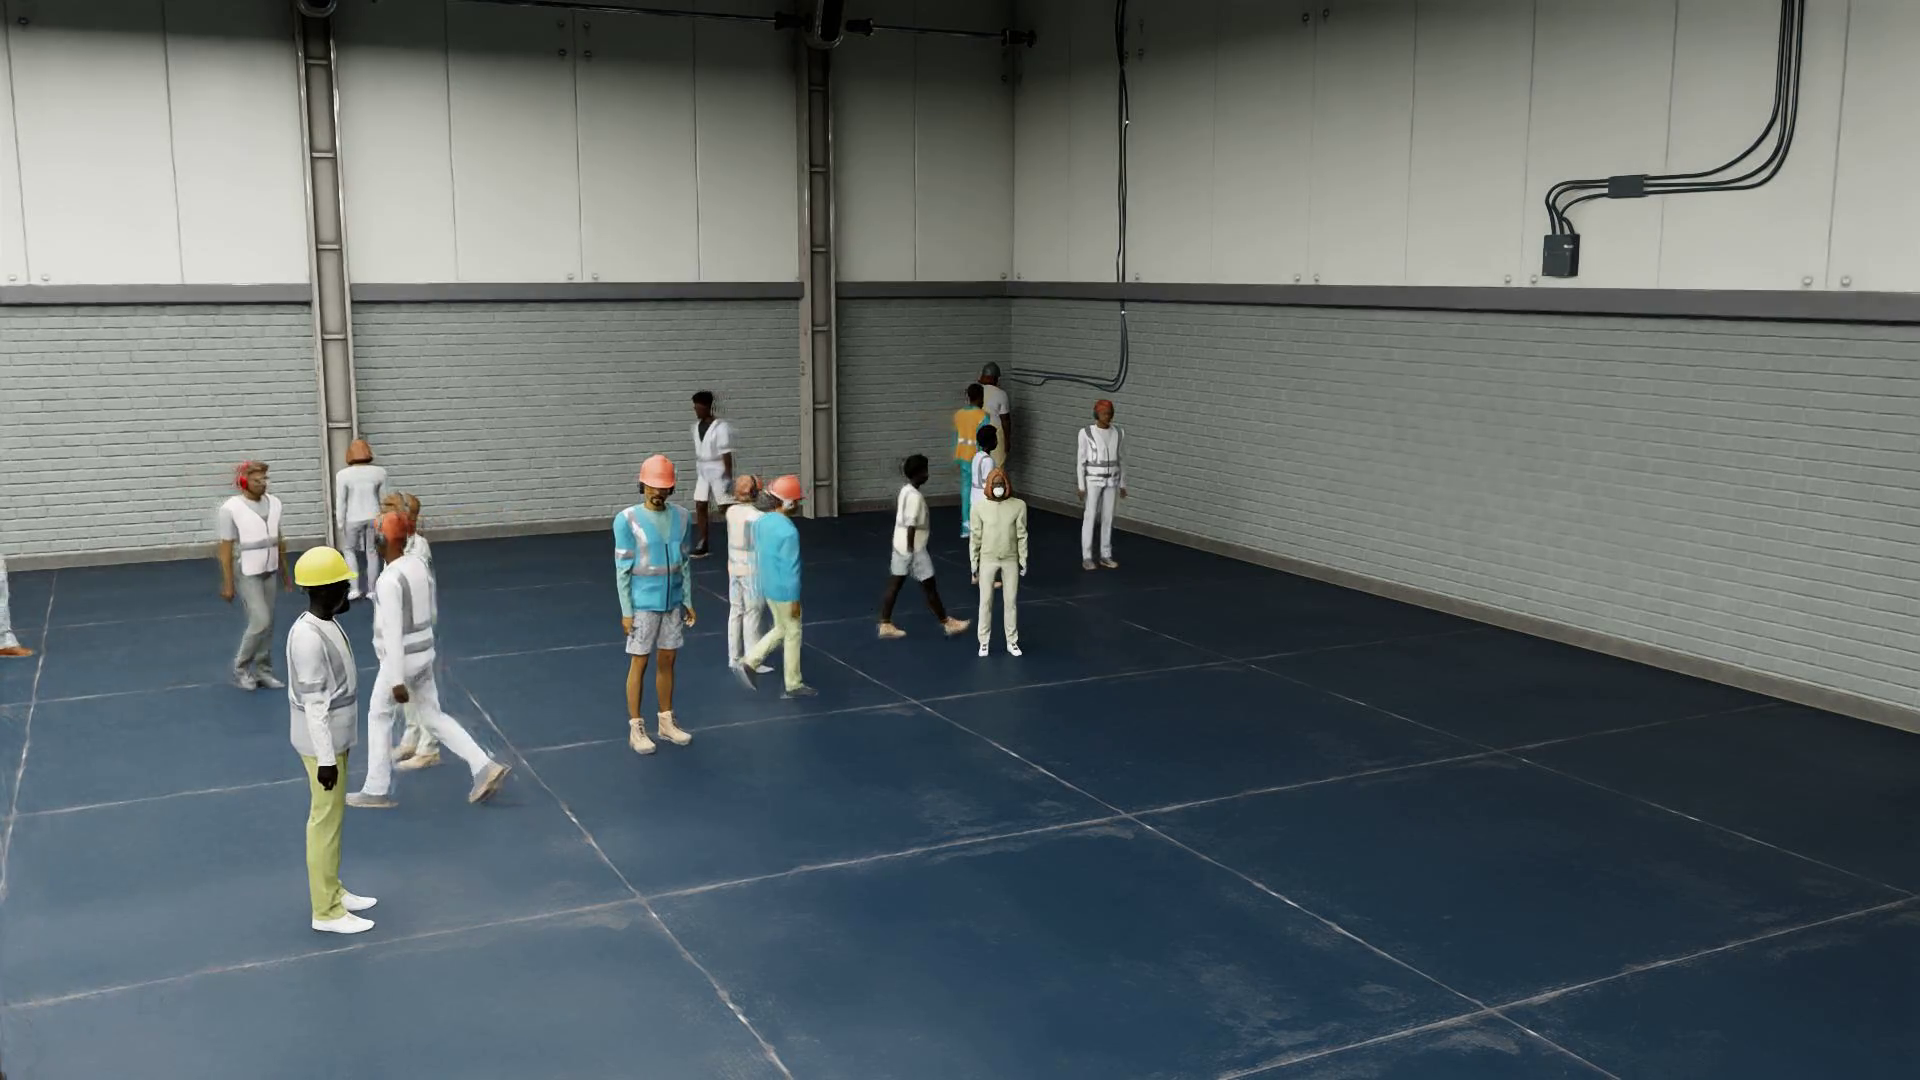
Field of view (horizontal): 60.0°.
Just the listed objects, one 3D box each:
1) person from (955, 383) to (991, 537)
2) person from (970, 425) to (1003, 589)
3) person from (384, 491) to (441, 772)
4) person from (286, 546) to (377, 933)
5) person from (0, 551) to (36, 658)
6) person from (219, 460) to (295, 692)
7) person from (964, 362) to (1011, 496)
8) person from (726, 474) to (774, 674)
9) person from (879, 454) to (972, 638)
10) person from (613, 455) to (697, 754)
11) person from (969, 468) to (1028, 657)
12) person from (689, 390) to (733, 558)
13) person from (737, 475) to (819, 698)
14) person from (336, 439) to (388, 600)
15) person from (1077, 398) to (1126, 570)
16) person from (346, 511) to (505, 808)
[{"bbox_3d":[0.176,-0.973,20.447,0.458,1.901,0.625,-8,12,-41],"label":"person"},{"bbox_3d":[0.273,-0.348,17.232,0.316,1.695,0.542,-2,10,-15],"label":"person"},{"bbox_3d":[-3.639,0.594,10.970,0.345,1.846,0.508,-7,12,-37],"label":"person"},{"bbox_3d":[-3.139,0.987,8.287,0.355,1.930,0.593,-3,10,-16],"label":"person"},{"bbox_3d":[-8.380,0.086,13.950,0.924,1.910,0.639,0,9,-2],"label":"person"},{"bbox_3d":[-5.478,0.282,12.960,0.449,1.829,0.564,3,10,18],"label":"person"},{"bbox_3d":[0.434,-1.423,22.799,0.690,2.000,0.538,6,11,33],"label":"person"},{"bbox_3d":[-1.727,0.279,13.569,0.312,1.632,0.518,-8,12,-41],"label":"person"},{"bbox_3d":[-0.328,0.062,14.805,0.880,1.644,0.542,-2,9,-13],"label":"person"},{"bbox_3d":[-2.062,0.430,11.390,0.607,2.039,0.395,-9,13,-44],"label":"person"},{"bbox_3d":[0.329,0.191,14.134,0.499,1.627,0.279,-1,9,-7],"label":"person"},{"bbox_3d":[-2.761,-0.775,19.121,0.628,1.939,0.784,7,11,36],"label":"person"},{"bbox_3d":[-1.383,0.368,12.687,0.533,1.733,0.580,-5,11,-30],"label":"person"},{"bbox_3d":[-5.915,-0.191,16.474,0.522,1.631,0.351,-6,11,-33],"label":"person"},{"bbox_3d":[1.555,-0.616,18.305,0.583,1.882,0.337,-4,10,-23],"label":"person"},{"bbox_3d":[-3.291,0.737,10.097,0.932,1.856,0.566,1,9,8],"label":"person"}]
